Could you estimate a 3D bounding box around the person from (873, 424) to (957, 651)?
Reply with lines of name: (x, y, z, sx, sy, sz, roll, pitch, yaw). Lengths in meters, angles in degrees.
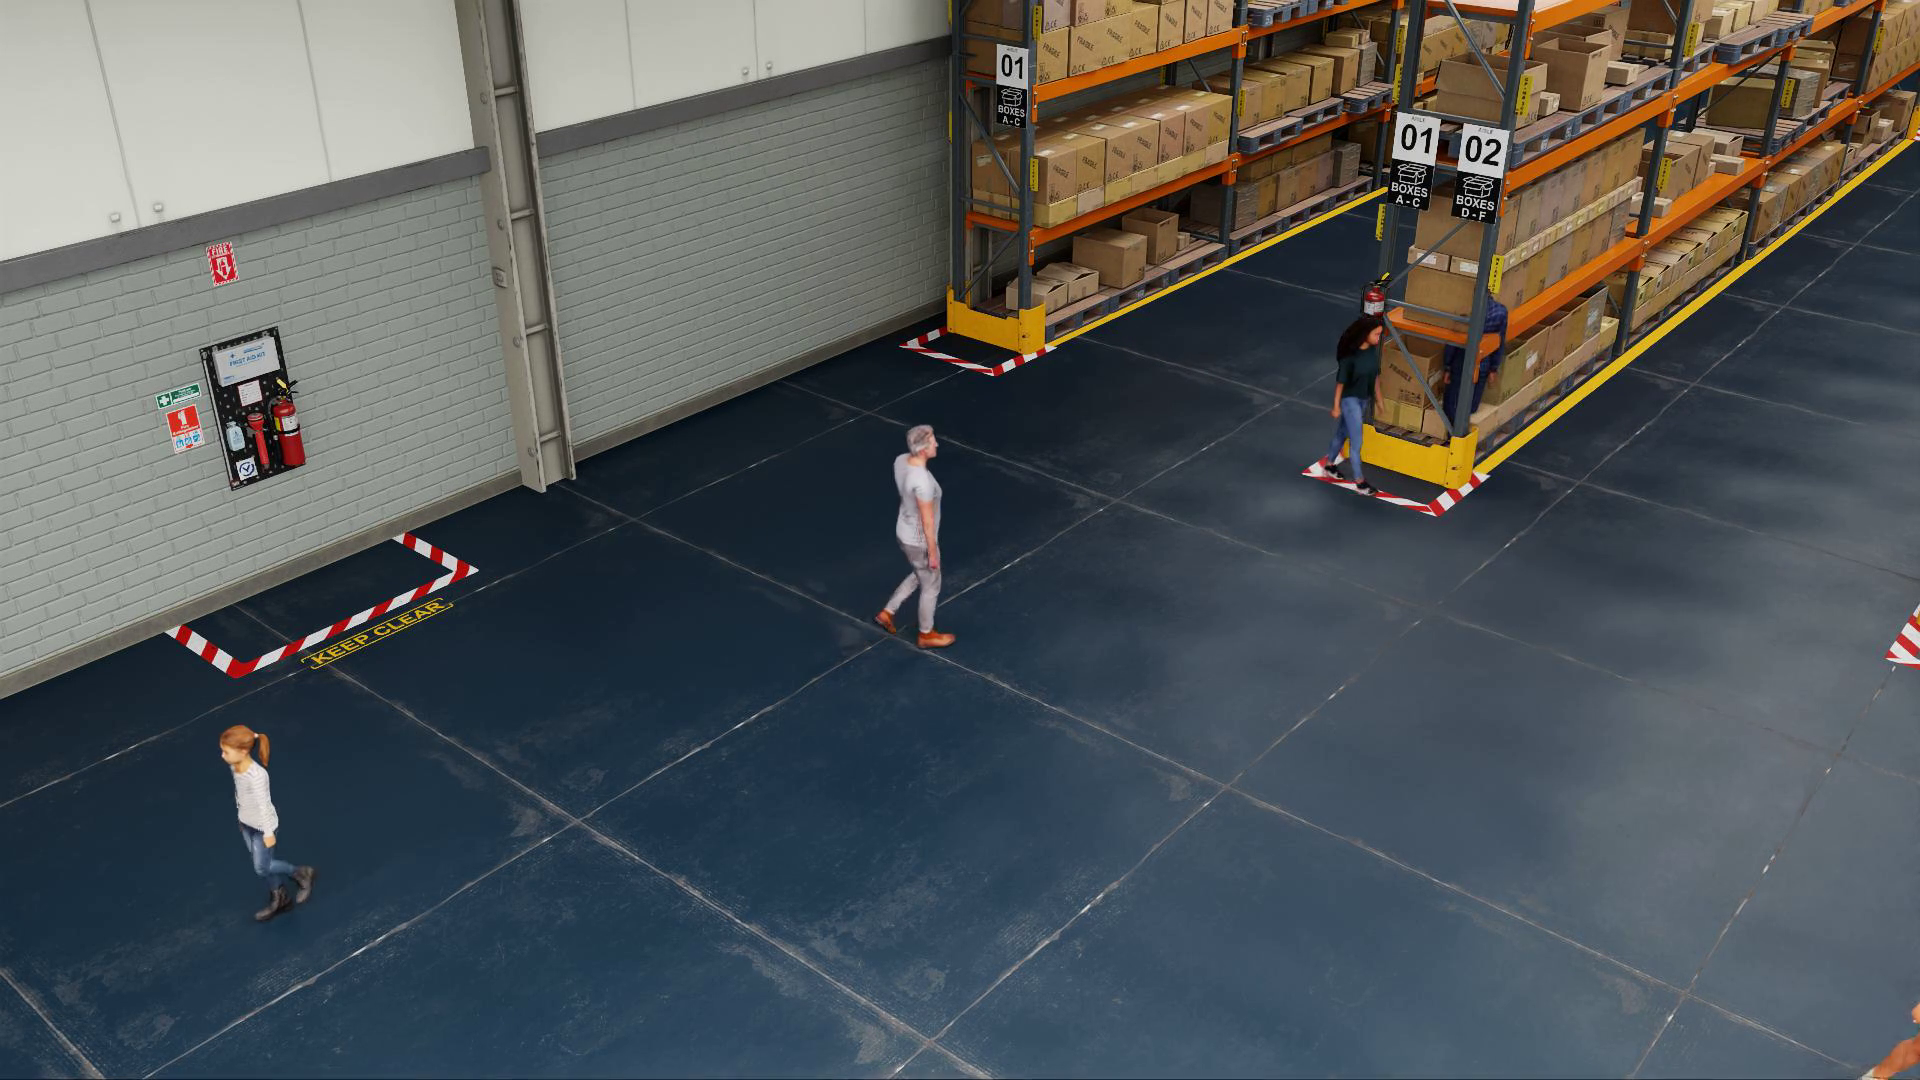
person: (-0.375, 0.005, 12.131, 0.996, 1.815, 0.912, -11, 30, -20)

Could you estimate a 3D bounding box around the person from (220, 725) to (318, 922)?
person: (-3.994, 1.623, 9.634, 0.495, 1.307, 0.623, 24, 36, 37)

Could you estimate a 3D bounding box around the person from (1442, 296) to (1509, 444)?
person: (4.616, -1.543, 15.041, 0.960, 1.812, 1.054, 2, 28, 3)

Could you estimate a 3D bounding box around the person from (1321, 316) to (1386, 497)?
person: (3.420, -1.240, 14.719, 0.914, 1.581, 0.738, -22, 35, -35)
